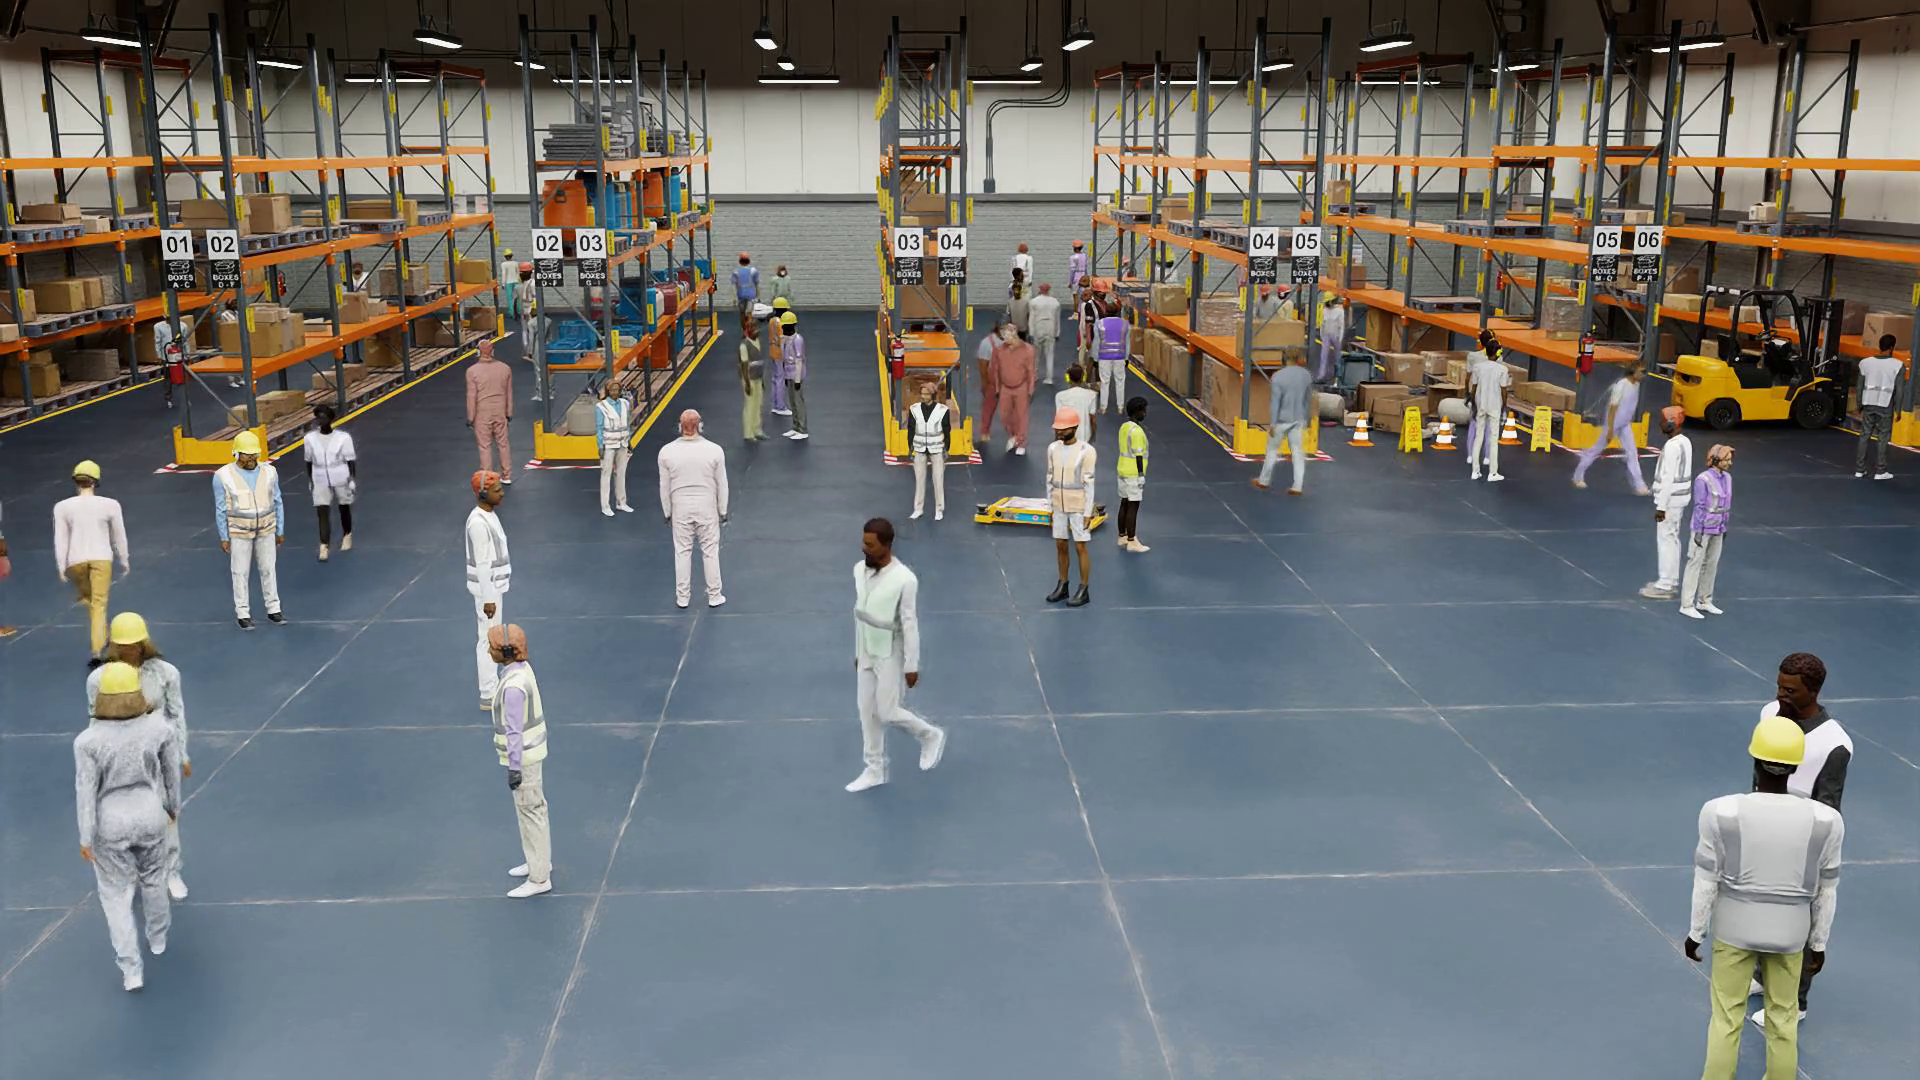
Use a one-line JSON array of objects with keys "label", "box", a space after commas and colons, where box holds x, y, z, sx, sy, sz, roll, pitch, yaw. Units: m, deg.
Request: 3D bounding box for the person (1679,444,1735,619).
[{"label": "person", "box": [6.990, -0.085, 15.516, 0.518, 1.633, 0.312, -9, 16, -33]}]

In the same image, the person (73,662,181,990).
[{"label": "person", "box": [-4.368, 1.480, 8.748, 0.523, 1.710, 0.760, -10, 16, -36]}]

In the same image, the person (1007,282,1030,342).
[{"label": "person", "box": [1.180, -4.026, 31.780, 0.531, 1.836, 0.747, 7, 15, 28]}]

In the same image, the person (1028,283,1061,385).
[{"label": "person", "box": [1.538, -3.849, 30.997, 0.674, 1.850, 0.907, -4, 14, -16]}]

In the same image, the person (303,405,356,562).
[{"label": "person", "box": [-6.714, -0.626, 17.757, 0.544, 1.647, 0.861, -2, 13, -7]}]

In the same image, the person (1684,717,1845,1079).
[{"label": "person", "box": [3.497, 1.703, 7.294, 0.585, 1.929, 0.370, 3, 14, 13]}]

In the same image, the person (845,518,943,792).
[{"label": "person", "box": [-0.478, 0.763, 11.335, 0.659, 1.900, 0.602, -11, 17, -38]}]

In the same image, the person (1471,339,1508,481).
[{"label": "person", "box": [6.967, -1.704, 21.869, 0.508, 1.864, 0.329, 11, 17, 39]}]

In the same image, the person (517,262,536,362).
[{"label": "person", "box": [-8.808, -4.654, 33.978, 0.392, 2.041, 0.615, -8, 15, -30]}]

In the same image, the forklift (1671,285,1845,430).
[{"label": "forklift", "box": [12.503, -2.886, 26.166, 2.313, 2.155, 1.214, -1, 13, -3]}]

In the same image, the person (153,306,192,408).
[{"label": "person", "box": [-13.280, -3.118, 28.092, 0.560, 1.752, 0.326, -12, 18, -41]}]

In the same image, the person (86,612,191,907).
[{"label": "person", "box": [-4.720, 1.255, 9.588, 0.490, 1.743, 0.311, -7, 15, -28]}]

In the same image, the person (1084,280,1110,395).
[{"label": "person", "box": [2.466, -3.578, 29.419, 0.393, 2.041, 0.613, 13, 18, 43]}]

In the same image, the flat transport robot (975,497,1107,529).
[{"label": "flat transport robot", "box": [0.950, -0.325, 19.436, 1.431, 0.197, 0.652, 5, 14, 19]}]

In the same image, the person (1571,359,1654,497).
[{"label": "person", "box": [8.309, -1.450, 21.079, 0.534, 1.751, 1.136, -10, 16, -36]}]

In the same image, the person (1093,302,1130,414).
[{"label": "person", "box": [2.489, -2.989, 27.358, 0.619, 1.845, 0.430, -1, 13, -3]}]

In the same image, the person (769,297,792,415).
[{"label": "person", "box": [-2.941, -3.014, 27.277, 0.363, 1.928, 0.587, -6, 14, -22]}]

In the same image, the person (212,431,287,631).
[{"label": "person", "box": [-6.434, -0.089, 15.121, 0.591, 1.824, 0.403, -11, 17, -39]}]

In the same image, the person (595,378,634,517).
[{"label": "person", "box": [-4.120, -1.111, 19.842, 0.310, 1.636, 0.523, 10, 16, 36]}]

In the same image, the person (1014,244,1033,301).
[{"label": "person", "box": [1.704, -6.855, 43.726, 0.566, 1.850, 0.835, 6, 15, 24]}]

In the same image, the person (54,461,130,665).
[{"label": "person", "box": [-7.429, 0.186, 14.227, 0.533, 1.692, 0.950, -4, 14, -15]}]

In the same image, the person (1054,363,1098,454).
[{"label": "person", "box": [1.326, -1.132, 19.497, 0.575, 1.865, 0.396, -2, 13, -8]}]

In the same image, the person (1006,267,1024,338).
[{"label": "person", "box": [1.149, -4.620, 34.097, 0.389, 1.921, 0.592, 3, 14, 12]}]

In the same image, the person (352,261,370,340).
[{"label": "person", "box": [-13.708, -5.444, 37.826, 0.576, 1.813, 0.619, -5, 14, -22]}]

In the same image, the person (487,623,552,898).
[{"label": "person", "box": [-2.576, 1.275, 9.752, 0.318, 1.630, 0.513, -3, 14, -12]}]

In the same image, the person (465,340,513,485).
[{"label": "person", "box": [-6.077, -1.625, 21.438, 0.407, 1.906, 0.654, 13, 18, 43]}]

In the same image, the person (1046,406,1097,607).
[{"label": "person", "box": [1.035, -0.320, 15.878, 0.539, 1.929, 0.389, 10, 17, 36]}]

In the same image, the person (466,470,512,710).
[{"label": "person", "box": [-3.660, 0.385, 12.971, 0.339, 1.882, 0.584, -3, 14, -11]}]

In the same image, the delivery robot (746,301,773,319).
[{"label": "delivery robot", "box": [-5.017, -5.707, 41.425, 0.707, 0.478, 0.477, -12, 18, -42]}]

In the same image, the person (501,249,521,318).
[{"label": "person", "box": [-11.574, -6.603, 42.825, 0.323, 1.769, 0.523, 10, 17, 38]}]

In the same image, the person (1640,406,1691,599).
[{"label": "person", "box": [6.911, -0.369, 16.197, 0.362, 1.878, 0.582, 9, 16, 34]}]

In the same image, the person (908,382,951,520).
[{"label": "person", "box": [-0.363, -1.043, 19.553, 0.518, 1.636, 0.312, 4, 14, 15]}]

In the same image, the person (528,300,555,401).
[{"label": "person", "box": [-7.285, -3.294, 28.860, 0.297, 1.744, 0.487, 10, 17, 38]}]

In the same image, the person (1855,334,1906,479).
[{"label": "person", "box": [12.151, -1.763, 21.999, 0.393, 1.919, 0.589, -10, 17, -37]}]

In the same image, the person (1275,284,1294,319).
[{"label": "person", "box": [6.204, -4.050, 32.038, 0.342, 1.749, 0.572, 8, 16, 31]}]

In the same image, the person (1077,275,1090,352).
[{"label": "person", "box": [2.676, -4.878, 35.802, 0.280, 1.634, 0.499, -2, 13, -7]}]

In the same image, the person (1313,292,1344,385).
[{"label": "person", "box": [6.811, -3.700, 30.640, 0.540, 1.705, 0.907, 8, 16, 31]}]

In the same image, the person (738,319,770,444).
[{"label": "person", "box": [-3.096, -2.366, 24.715, 0.382, 1.843, 0.566, 5, 14, 19]}]

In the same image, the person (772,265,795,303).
[{"label": "person", "box": [-4.147, -5.679, 39.272, 0.492, 1.587, 0.808, -10, 16, -36]}]

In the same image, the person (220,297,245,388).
[{"label": "person", "box": [-13.301, -3.625, 30.484, 0.307, 1.641, 0.513, 4, 14, 16]}]

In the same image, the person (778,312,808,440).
[{"label": "person", "box": [-2.523, -2.475, 25.028, 0.410, 1.918, 0.585, -6, 14, -23]}]

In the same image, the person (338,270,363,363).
[{"label": "person", "box": [-12.440, -4.569, 33.841, 0.543, 1.939, 0.360, -10, 17, -36]}]

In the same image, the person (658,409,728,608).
[{"label": "person", "box": [-2.512, -0.293, 15.788, 0.643, 1.911, 0.408, -1, 13, -4]}]

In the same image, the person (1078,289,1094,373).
[{"label": "person", "box": [2.462, -4.077, 32.407, 0.285, 1.633, 0.501, 3, 14, 13]}]

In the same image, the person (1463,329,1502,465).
[{"label": "person", "box": [7.231, -1.974, 23.012, 0.517, 1.865, 0.334, 9, 16, 33]}]

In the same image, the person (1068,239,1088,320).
[{"label": "person", "box": [2.976, -6.599, 42.217, 0.376, 2.044, 0.607, 12, 18, 42]}]

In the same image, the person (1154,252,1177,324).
[{"label": "person", "box": [4.931, -5.947, 39.831, 0.584, 1.878, 0.935, -8, 16, -31]}]

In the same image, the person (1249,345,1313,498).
[{"label": "person", "box": [4.046, -1.506, 20.938, 0.659, 1.907, 0.866, -7, 15, -26]}]

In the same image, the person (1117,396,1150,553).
[{"label": "person", "box": [1.878, -0.714, 18.038, 0.319, 1.693, 0.532, -3, 14, -14]}]

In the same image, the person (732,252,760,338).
[{"label": "person", "box": [-4.880, -5.555, 37.939, 0.613, 1.993, 1.068, 0, 13, 0]}]

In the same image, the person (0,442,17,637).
[{"label": "person", "box": [-8.641, -0.069, 14.734, 0.452, 1.961, 0.620, -9, 16, -33]}]

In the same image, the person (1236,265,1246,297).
[{"label": "person", "box": [7.298, -6.720, 43.321, 0.314, 1.769, 0.524, 2, 13, 9]}]

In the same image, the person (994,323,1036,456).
[{"label": "person", "box": [0.777, -2.140, 23.654, 0.667, 1.884, 0.416, 5, 14, 21]}]

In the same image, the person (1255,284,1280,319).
[{"label": "person", "box": [6.027, -4.210, 32.801, 0.581, 1.705, 0.611, 12, 18, 41]}]

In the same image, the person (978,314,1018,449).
[{"label": "person", "box": [0.591, -2.394, 24.408, 0.695, 2.000, 1.022, -4, 14, -17]}]

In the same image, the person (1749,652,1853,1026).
[{"label": "person", "box": [4.154, 1.475, 8.307, 0.397, 1.911, 0.588, -2, 13, -8]}]
